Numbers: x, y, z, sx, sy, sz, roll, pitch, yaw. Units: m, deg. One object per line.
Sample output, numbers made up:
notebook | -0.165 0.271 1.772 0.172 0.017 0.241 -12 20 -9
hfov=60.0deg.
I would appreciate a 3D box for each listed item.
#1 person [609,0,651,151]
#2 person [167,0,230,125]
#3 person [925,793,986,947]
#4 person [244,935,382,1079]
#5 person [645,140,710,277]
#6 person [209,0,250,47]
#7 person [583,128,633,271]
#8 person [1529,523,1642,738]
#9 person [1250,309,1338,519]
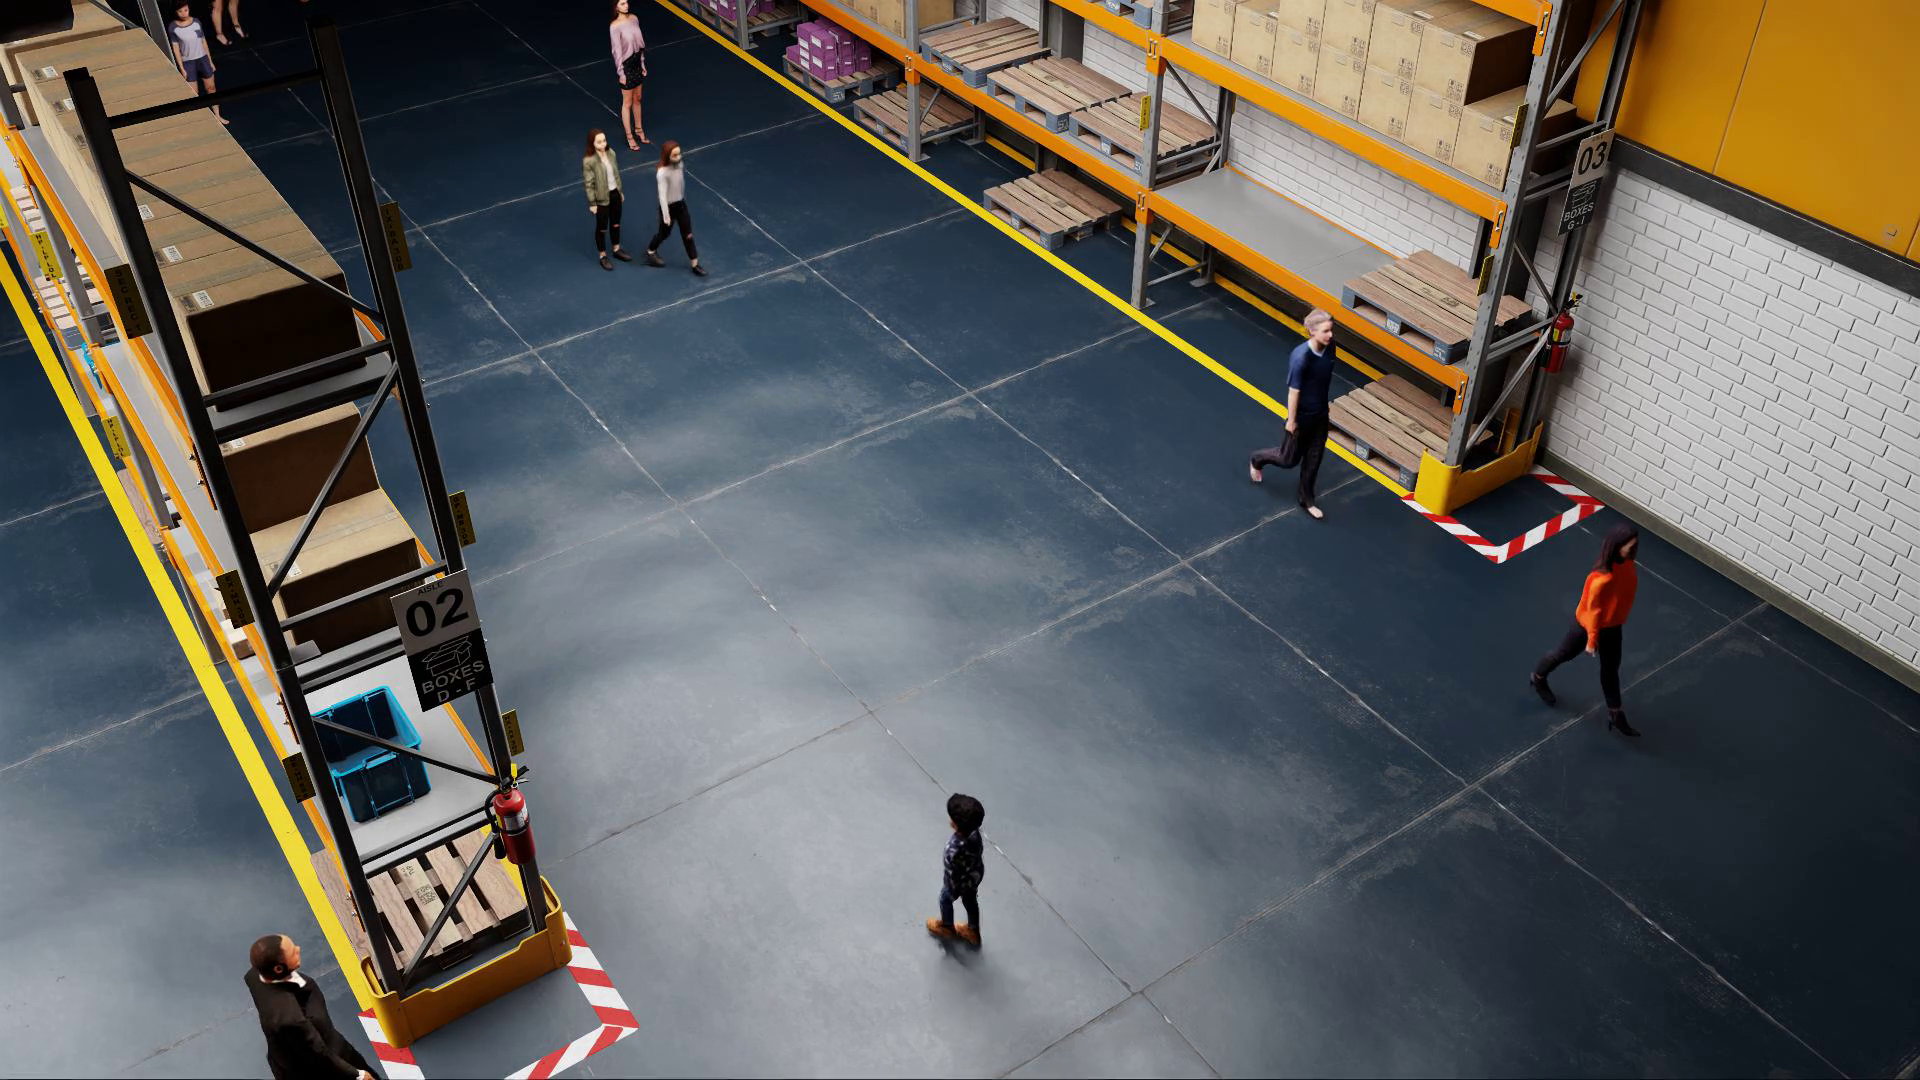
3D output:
person | -3.758 -5.325 18.868 0.671 1.812 0.690 20 43 23
person | -8.927 -5.581 19.385 0.598 1.567 0.575 -32 48 -33
person | 0.054 2.038 10.108 0.657 1.238 0.587 26 45 29
person | -3.481 2.789 8.667 0.803 1.863 1.178 -20 43 -23
person | -2.950 -3.349 16.682 1.086 1.453 0.843 19 42 22
person | -9.605 -7.138 21.225 0.842 1.704 0.721 -10 40 -12
person | -3.582 -3.470 16.815 0.579 1.475 0.635 27 46 30
person | 4.342 0.559 11.591 0.699 1.699 1.113 -28 47 -31
person | 2.742 -1.061 13.495 0.648 1.854 0.948 -24 45 -27
